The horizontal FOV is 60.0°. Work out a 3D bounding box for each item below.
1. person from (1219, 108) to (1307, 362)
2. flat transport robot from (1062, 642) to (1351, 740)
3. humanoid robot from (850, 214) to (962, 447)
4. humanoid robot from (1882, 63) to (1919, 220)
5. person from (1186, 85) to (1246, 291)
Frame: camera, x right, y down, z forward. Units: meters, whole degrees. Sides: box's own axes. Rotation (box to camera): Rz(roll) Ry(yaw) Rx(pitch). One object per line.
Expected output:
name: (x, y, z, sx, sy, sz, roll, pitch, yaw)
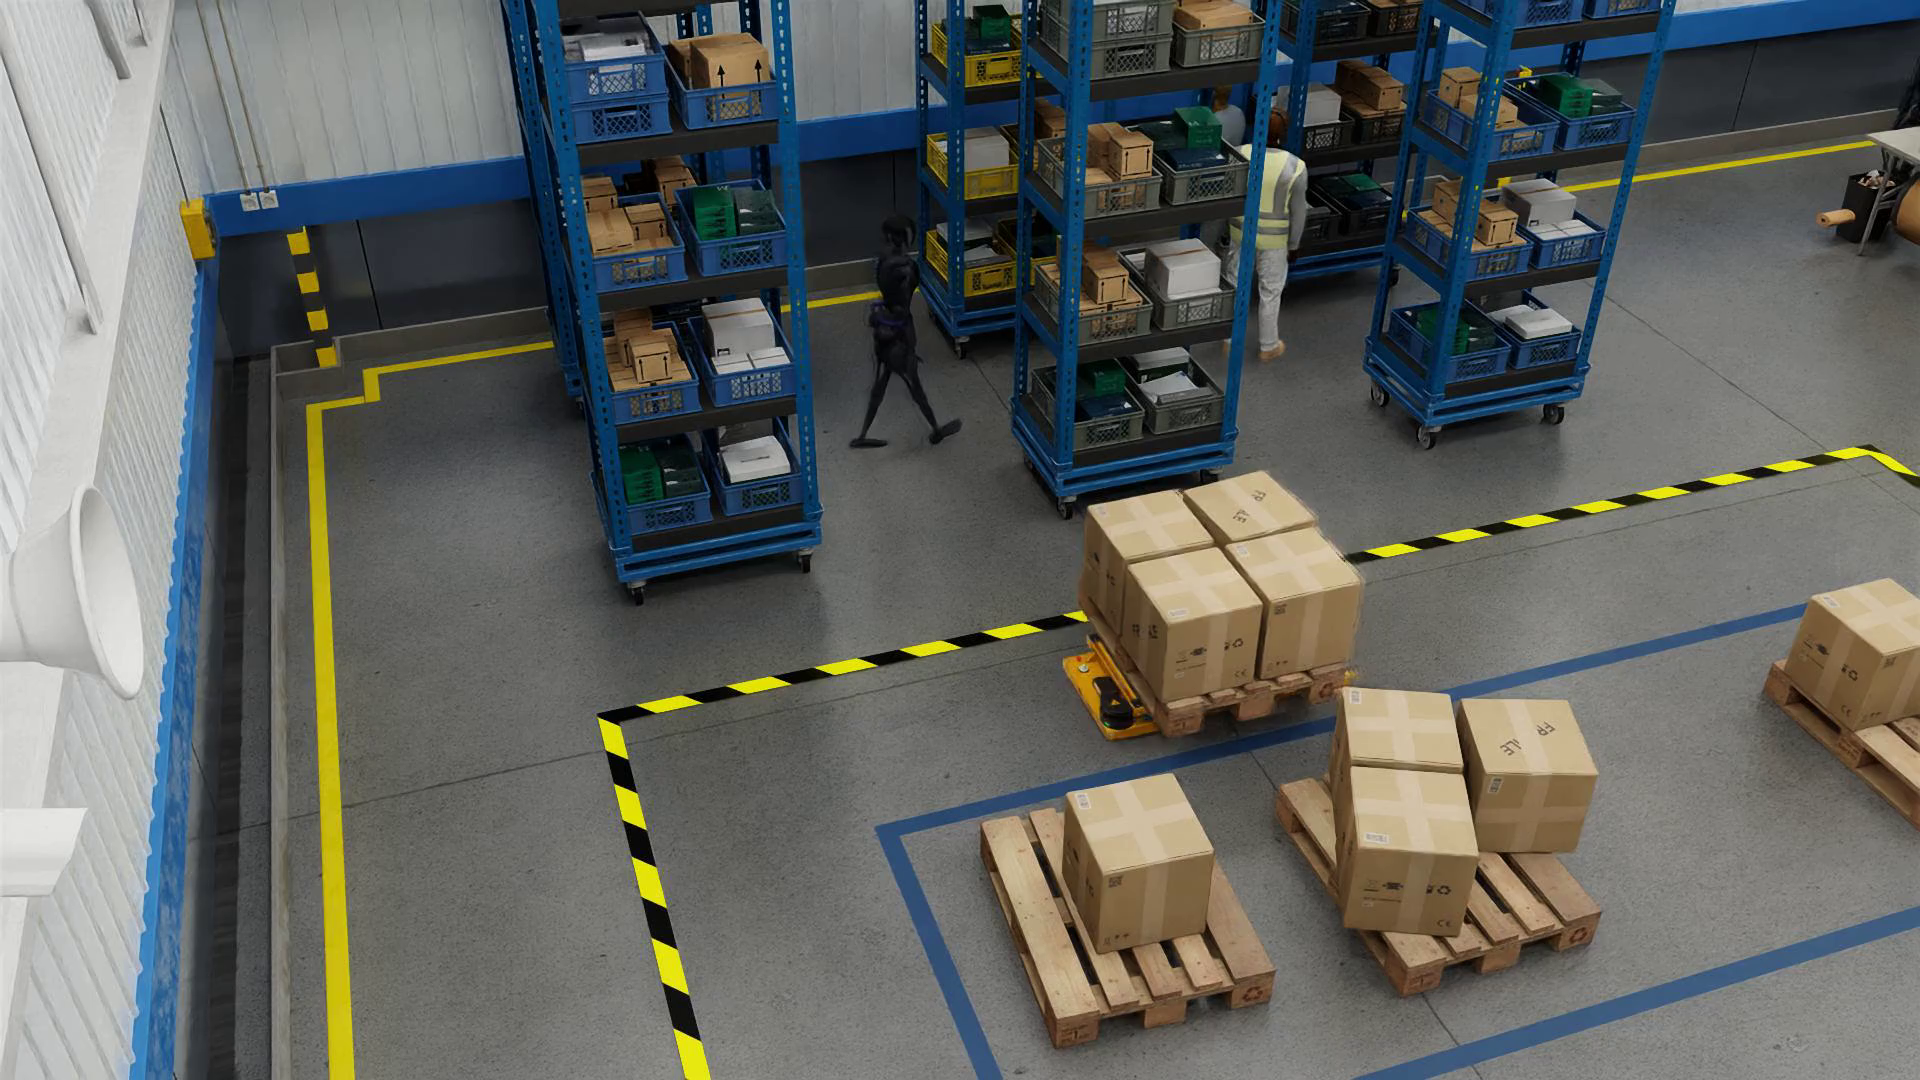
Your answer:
person: (2.118, -2.143, 11.729, 0.622, 1.844, 0.431, 18, 39, 24)
flat transport robot: (1.342, 0.672, 9.079, 1.431, 0.197, 0.652, -11, 37, -15)
humanoid robot: (-0.378, -1.342, 10.765, 0.748, 1.632, 0.602, -10, 37, -14)
humanoid robot: (7.969, -3.416, 13.687, 0.476, 1.645, 0.597, -2, 35, -2)
person: (1.822, -2.469, 12.108, 0.351, 1.937, 0.634, 19, 39, 24)
